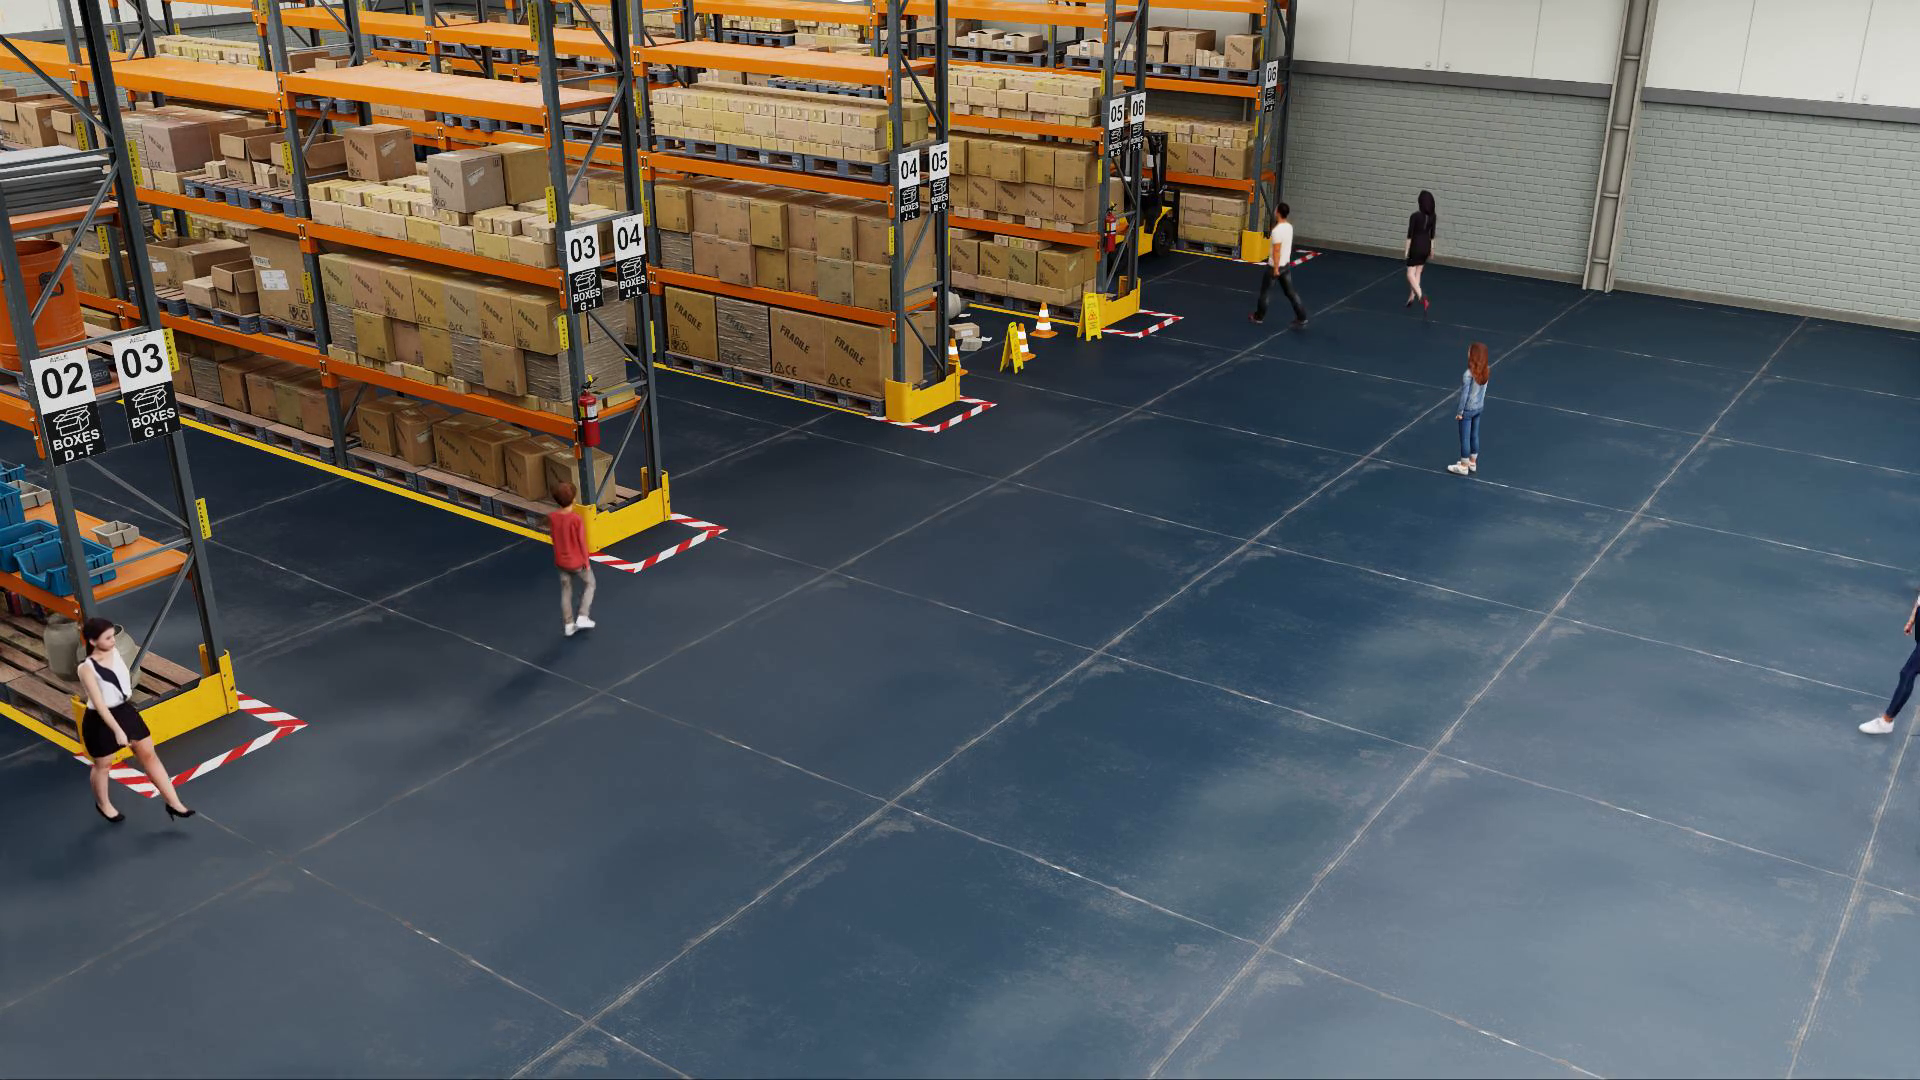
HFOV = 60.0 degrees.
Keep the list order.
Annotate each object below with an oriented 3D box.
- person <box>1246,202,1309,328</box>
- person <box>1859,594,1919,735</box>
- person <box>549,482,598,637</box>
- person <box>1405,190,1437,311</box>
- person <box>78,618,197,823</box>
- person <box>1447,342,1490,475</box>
[{"bbox_3d":[4.627,-3.873,23.625,1.206,1.768,0.745,19,30,38],"label":"person"},{"bbox_3d":[7.612,0.724,12.859,1.200,1.734,1.052,-1,23,-2],"label":"person"},{"bbox_3d":[-3.430,0.195,14.519,0.542,1.408,0.651,8,24,18],"label":"person"},{"bbox_3d":[6.739,-4.167,24.295,0.976,1.784,1.077,-6,24,-14],"label":"person"},{"bbox_3d":[-6.025,1.301,11.651,1.060,1.616,0.801,5,24,12],"label":"person"},{"bbox_3d":[5.643,-1.459,18.321,0.602,1.475,0.573,-18,29,-36],"label":"person"}]
